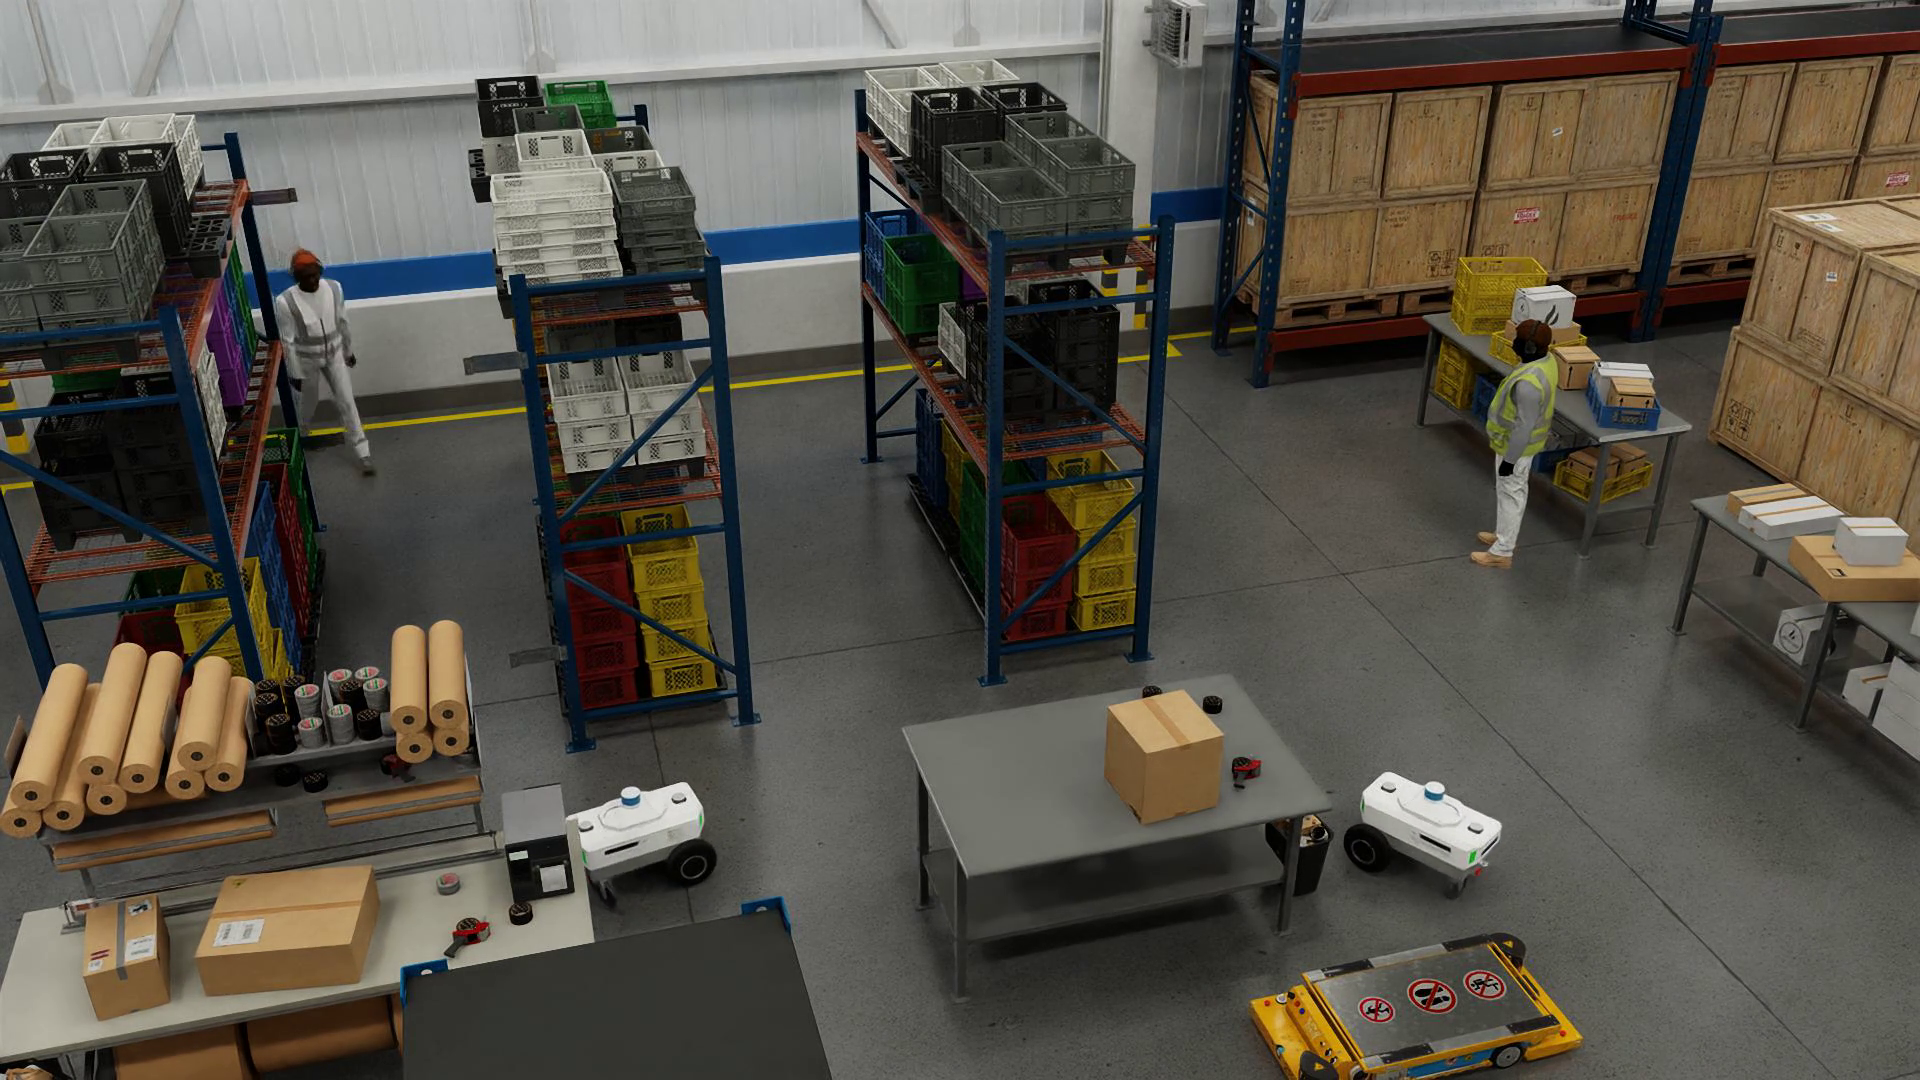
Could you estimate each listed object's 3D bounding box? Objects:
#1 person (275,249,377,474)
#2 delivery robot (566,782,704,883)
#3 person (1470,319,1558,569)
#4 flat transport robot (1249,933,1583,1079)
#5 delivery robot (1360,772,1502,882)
[{"bbox_3d":[-5.088,-1.455,13.177,1.004,1.837,0.630,25,37,37],"label":"person"},{"bbox_3d":[-1.749,1.548,8.931,0.707,0.478,0.477,-14,32,-24],"label":"delivery robot"},{"bbox_3d":[3.923,-0.686,11.762,0.429,1.842,0.636,13,31,23],"label":"person"},{"bbox_3d":[2.184,2.282,7.980,1.431,0.197,0.652,-8,30,-14],"label":"flat transport robot"},{"bbox_3d":[2.532,1.527,8.967,0.707,0.478,0.477,24,37,36],"label":"delivery robot"}]
